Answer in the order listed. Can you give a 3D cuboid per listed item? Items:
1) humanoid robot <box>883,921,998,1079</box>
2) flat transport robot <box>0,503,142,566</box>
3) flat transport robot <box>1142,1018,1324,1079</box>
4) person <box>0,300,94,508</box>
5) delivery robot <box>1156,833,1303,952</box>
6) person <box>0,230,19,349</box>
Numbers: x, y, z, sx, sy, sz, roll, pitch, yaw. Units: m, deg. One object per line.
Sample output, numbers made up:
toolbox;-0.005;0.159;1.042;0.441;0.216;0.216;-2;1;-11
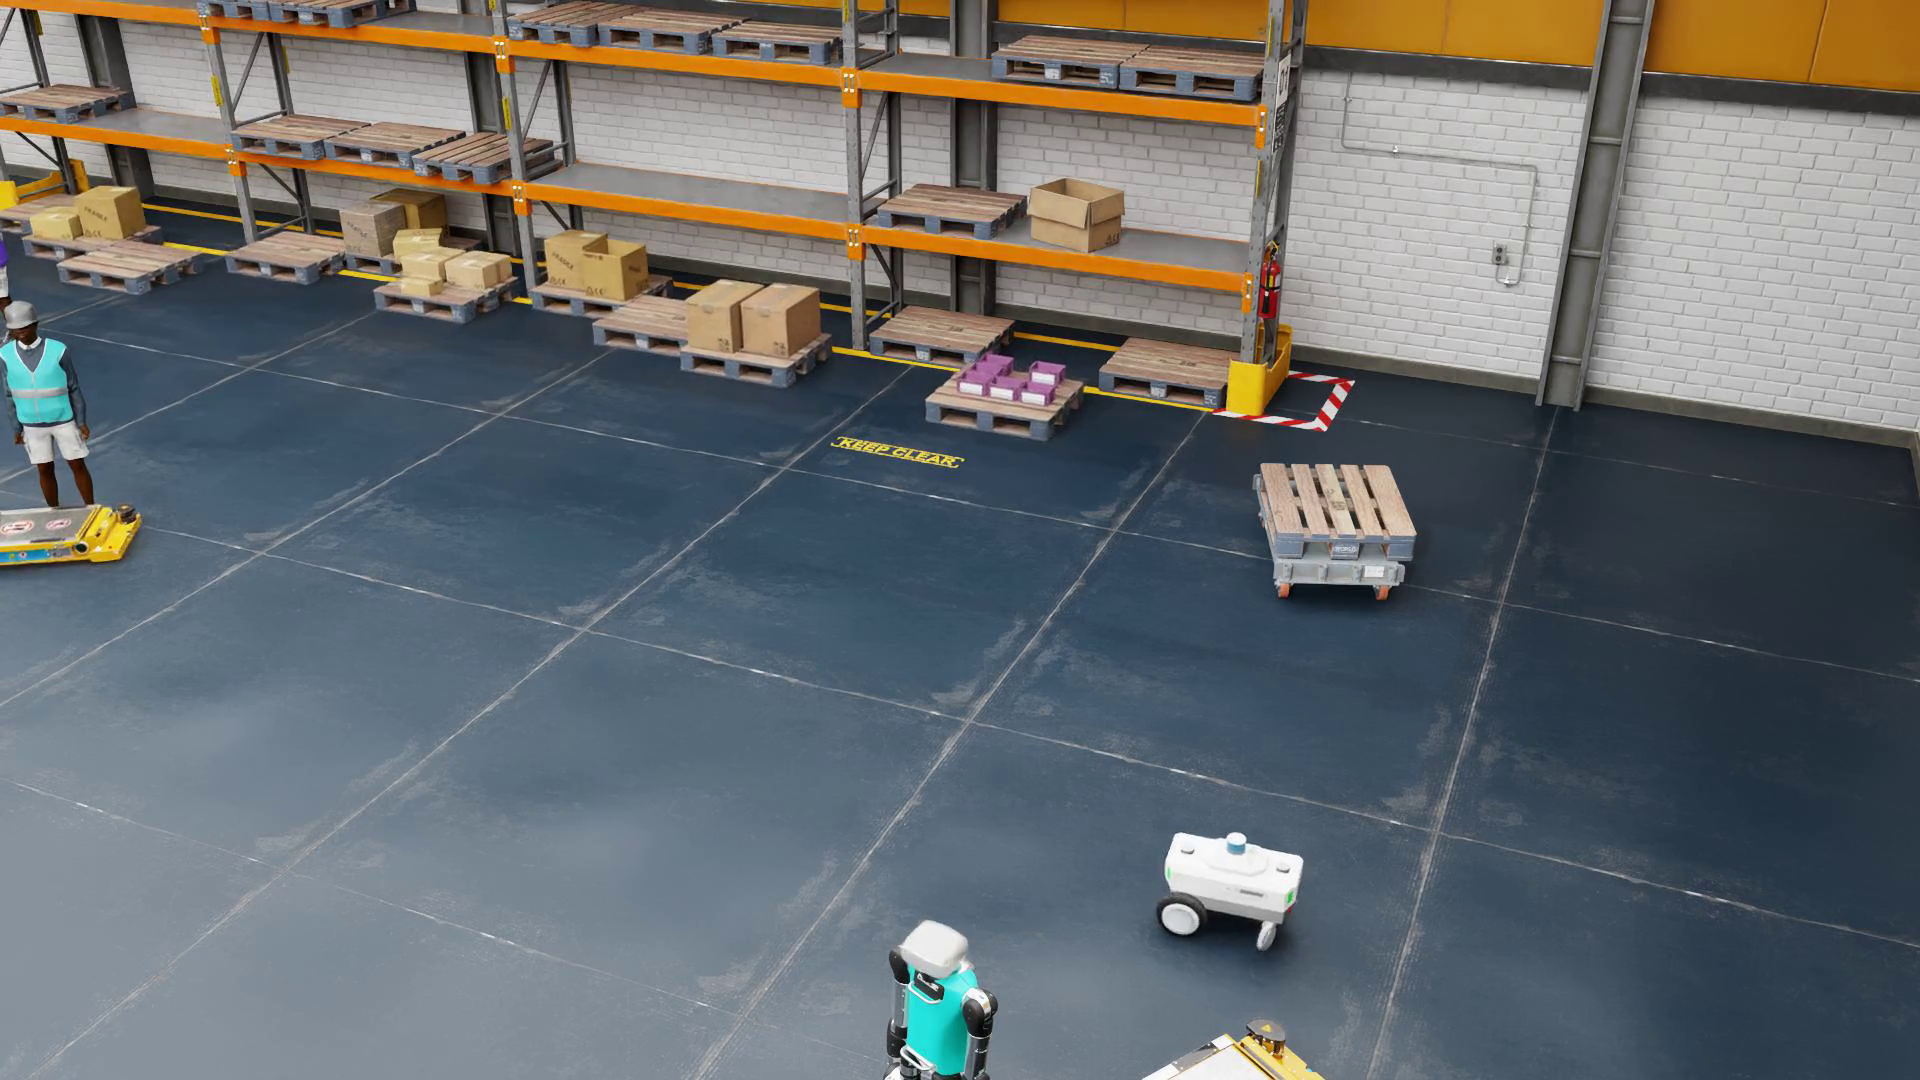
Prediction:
humanoid robot;-0.242;2.345;6.641;0.735;1.673;0.533;-24;36;-38
flat transport robot;-7.225;-0.010;12.951;1.431;0.231;0.659;-5;28;-9
flat transport robot;1.102;2.725;7.647;1.431;0.231;0.659;-17;32;-30
person;-7.091;-0.947;12.946;0.551;1.941;0.417;-9;28;-16
delivery robot;1.442;1.863;9.029;0.785;0.614;0.505;8;28;16
person;-9.603;-2.755;16.424;0.368;1.966;0.606;-14;31;-26
